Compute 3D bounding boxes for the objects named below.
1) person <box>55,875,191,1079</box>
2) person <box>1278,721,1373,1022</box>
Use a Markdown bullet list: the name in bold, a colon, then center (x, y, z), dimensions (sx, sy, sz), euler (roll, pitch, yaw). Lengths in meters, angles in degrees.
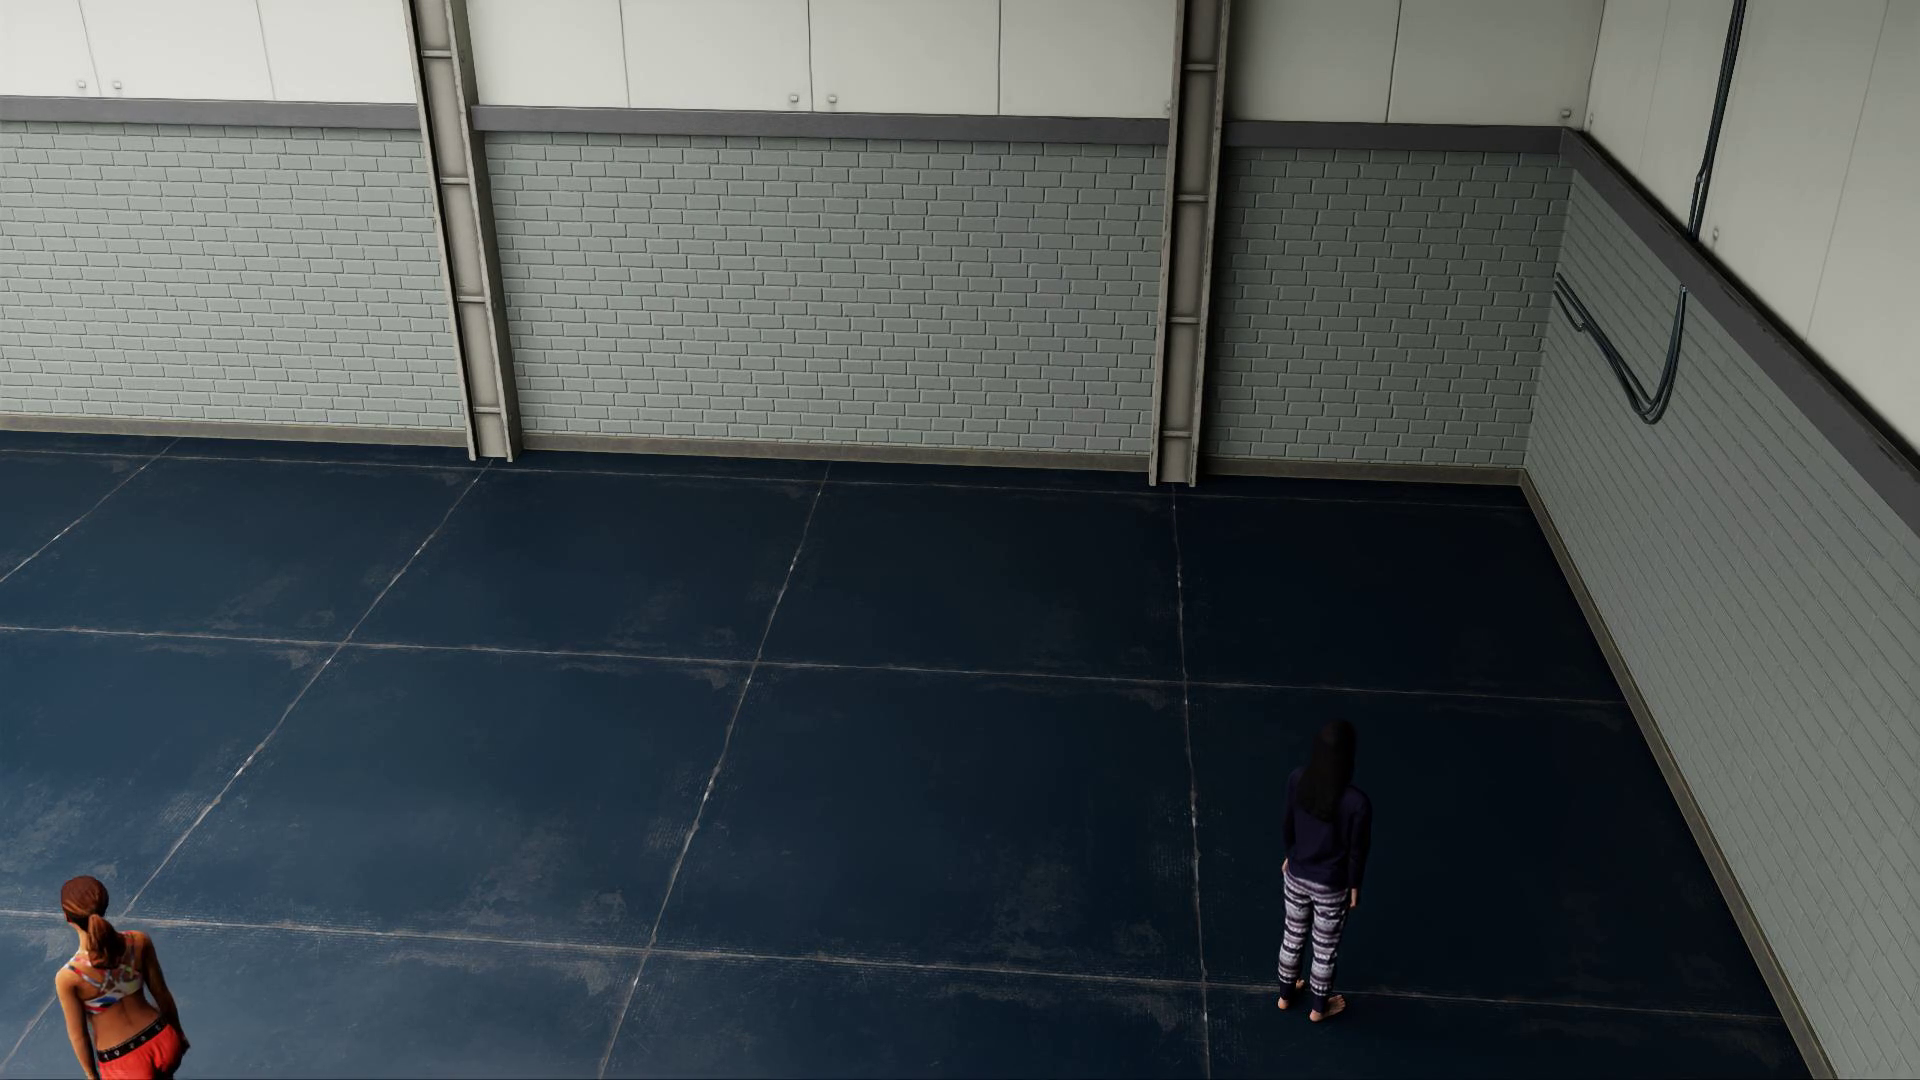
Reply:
- **person**: center (-3.450, 2.259, 7.064), dimensions (0.952, 1.746, 0.794), euler (14, 30, 26)
- **person**: center (1.790, 1.646, 8.269), dimensions (0.639, 1.733, 0.737), euler (21, 34, 35)
